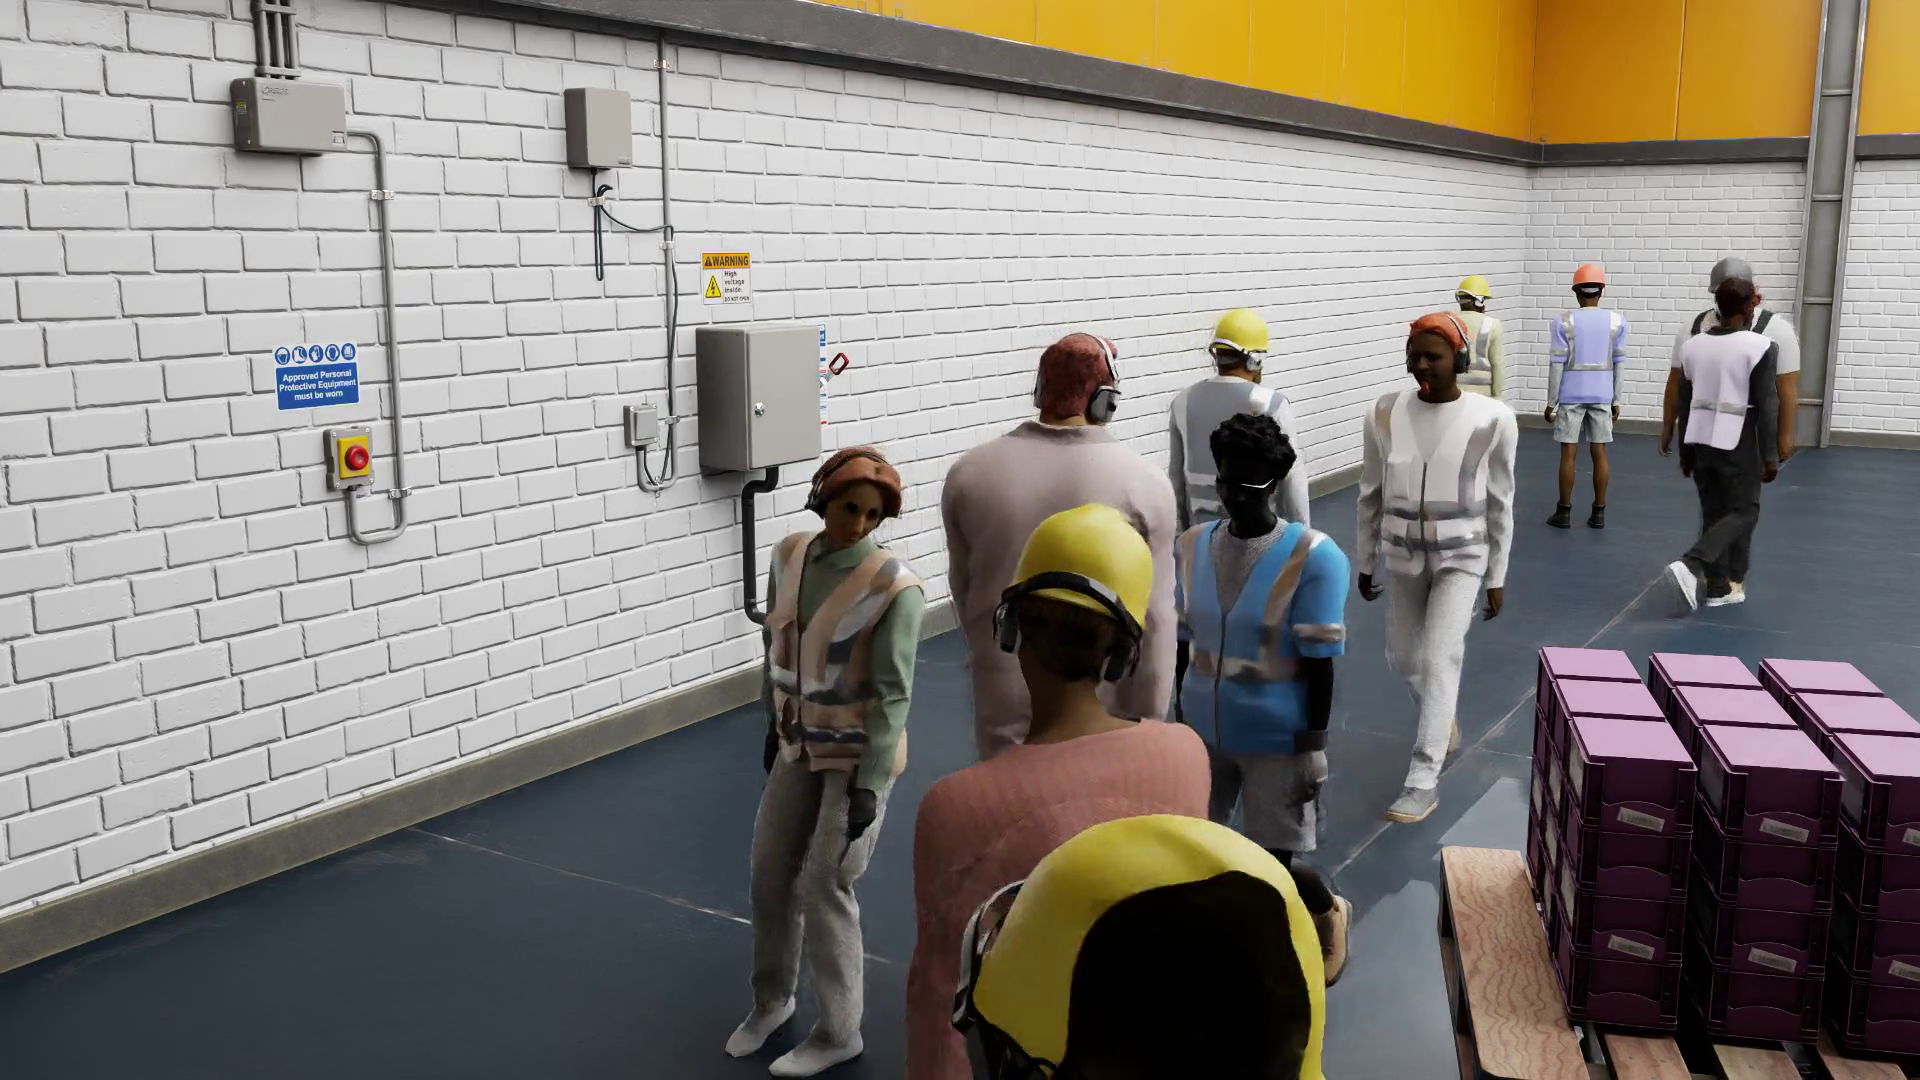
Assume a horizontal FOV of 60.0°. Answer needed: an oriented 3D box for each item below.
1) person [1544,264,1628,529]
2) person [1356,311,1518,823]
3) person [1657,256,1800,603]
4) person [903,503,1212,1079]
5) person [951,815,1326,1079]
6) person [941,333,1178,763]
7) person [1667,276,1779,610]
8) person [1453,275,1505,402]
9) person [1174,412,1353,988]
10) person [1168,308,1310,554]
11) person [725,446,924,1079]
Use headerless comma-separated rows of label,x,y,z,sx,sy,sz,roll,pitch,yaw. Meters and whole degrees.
person,4.545,-1.038,12.137,0.543,1.928,0.373,1,10,5
person,1.794,0.069,6.235,0.578,1.860,0.806,7,12,33
person,4.464,-0.673,9.796,0.818,2.000,0.706,-8,13,-39
person,0.099,0.811,2.420,0.569,1.733,0.432,-8,13,-36
person,0.018,1.001,1.334,0.550,1.738,0.678,-4,11,-21
person,0.283,0.379,4.466,0.631,1.850,0.968,2,10,12
person,4.290,-0.528,9.376,0.697,1.898,0.605,-5,11,-25
person,3.994,-1.157,13.077,0.587,1.825,0.404,8,13,38
person,0.790,0.488,4.354,0.573,1.679,0.540,-9,14,-42
person,1.239,-0.071,7.091,0.576,1.815,0.601,-8,13,-39
person,-0.340,0.564,4.158,0.388,1.606,0.578,-10,14,-43
